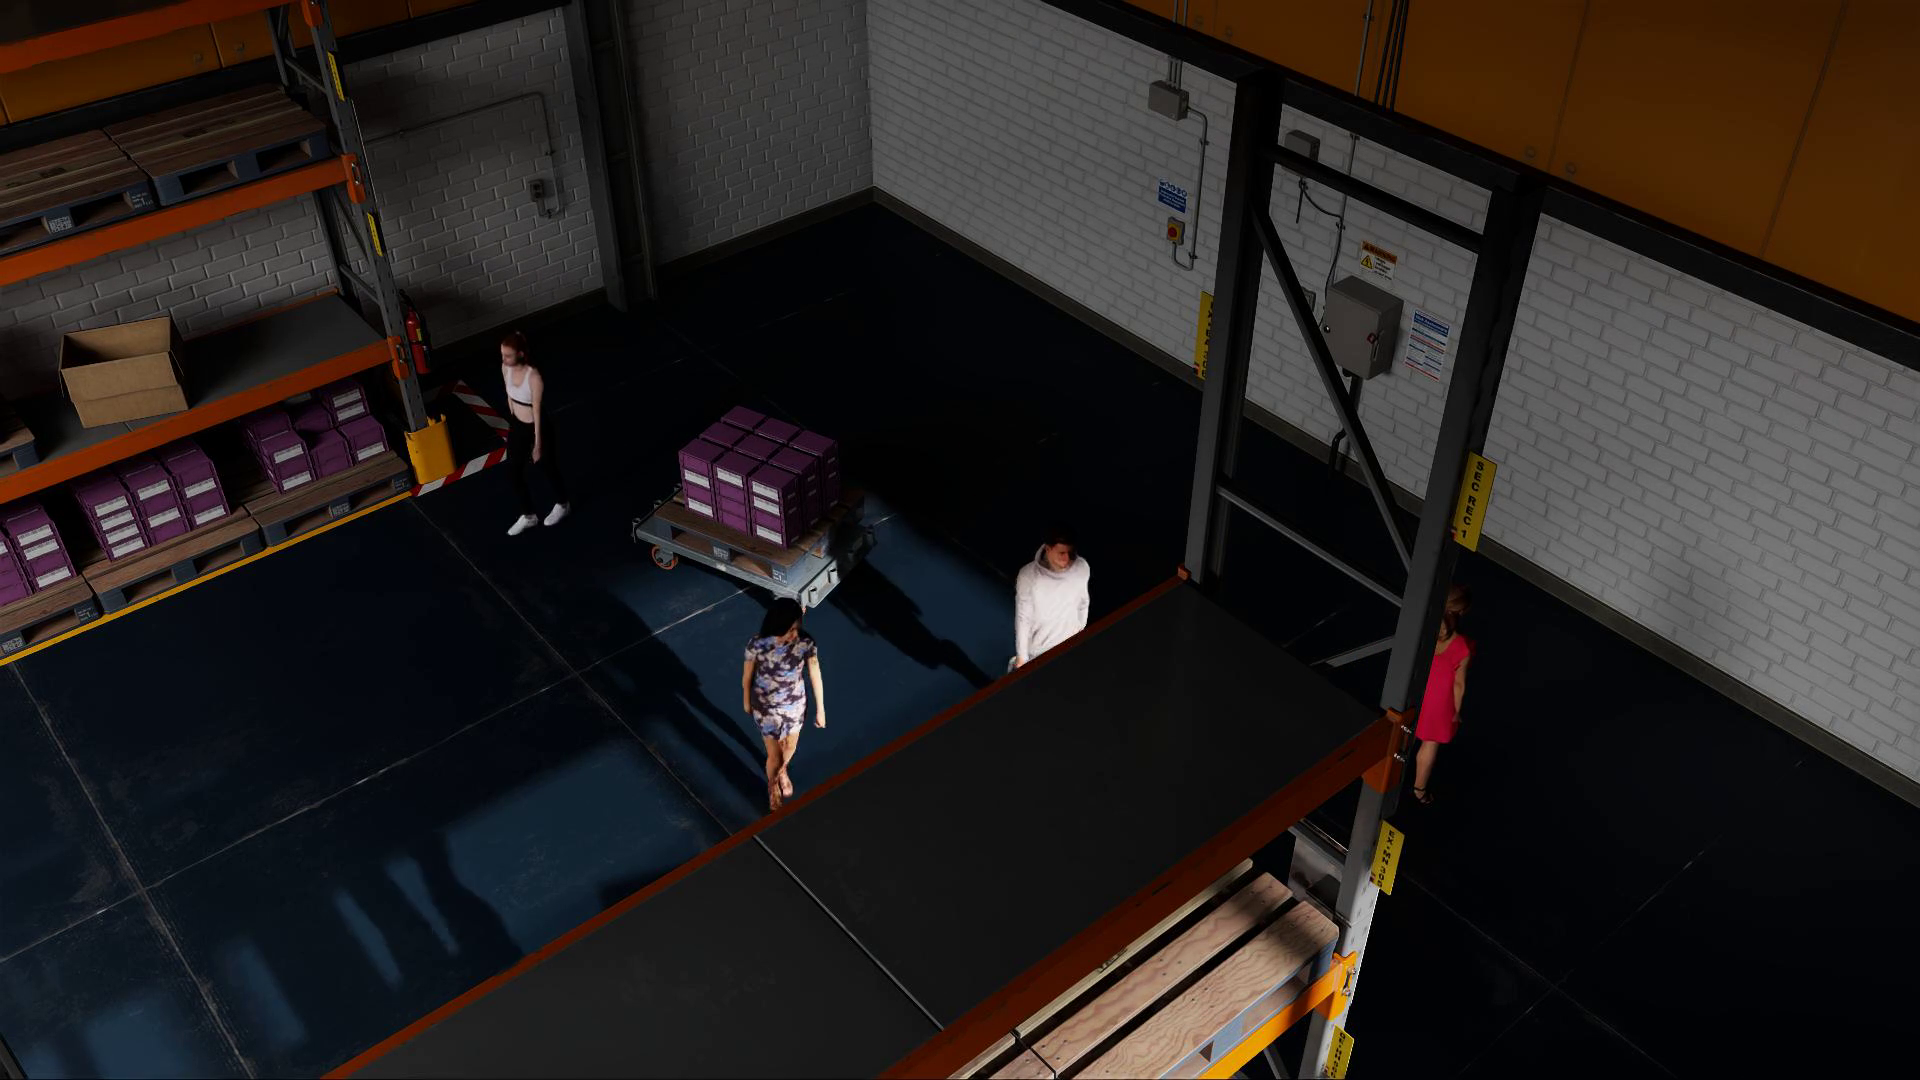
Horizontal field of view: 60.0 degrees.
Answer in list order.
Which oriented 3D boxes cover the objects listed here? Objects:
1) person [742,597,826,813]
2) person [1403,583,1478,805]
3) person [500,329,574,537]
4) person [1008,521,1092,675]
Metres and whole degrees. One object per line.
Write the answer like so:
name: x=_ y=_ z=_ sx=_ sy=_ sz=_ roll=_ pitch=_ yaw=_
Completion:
person: x=-1.130 y=0.972 z=10.245 sx=0.721 sy=1.703 sz=0.786 roll=-6 pitch=39 yaw=-7
person: x=2.912 y=0.945 z=10.258 sx=0.581 sy=1.729 sz=0.598 roll=-21 pitch=43 yaw=-24
person: x=-3.127 y=-0.843 z=12.499 sx=0.712 sy=1.728 sz=0.851 roll=21 pitch=43 yaw=24
person: x=0.536 y=0.585 z=10.628 sx=1.109 sy=1.831 sz=0.995 roll=-12 pitch=40 yaw=-15
